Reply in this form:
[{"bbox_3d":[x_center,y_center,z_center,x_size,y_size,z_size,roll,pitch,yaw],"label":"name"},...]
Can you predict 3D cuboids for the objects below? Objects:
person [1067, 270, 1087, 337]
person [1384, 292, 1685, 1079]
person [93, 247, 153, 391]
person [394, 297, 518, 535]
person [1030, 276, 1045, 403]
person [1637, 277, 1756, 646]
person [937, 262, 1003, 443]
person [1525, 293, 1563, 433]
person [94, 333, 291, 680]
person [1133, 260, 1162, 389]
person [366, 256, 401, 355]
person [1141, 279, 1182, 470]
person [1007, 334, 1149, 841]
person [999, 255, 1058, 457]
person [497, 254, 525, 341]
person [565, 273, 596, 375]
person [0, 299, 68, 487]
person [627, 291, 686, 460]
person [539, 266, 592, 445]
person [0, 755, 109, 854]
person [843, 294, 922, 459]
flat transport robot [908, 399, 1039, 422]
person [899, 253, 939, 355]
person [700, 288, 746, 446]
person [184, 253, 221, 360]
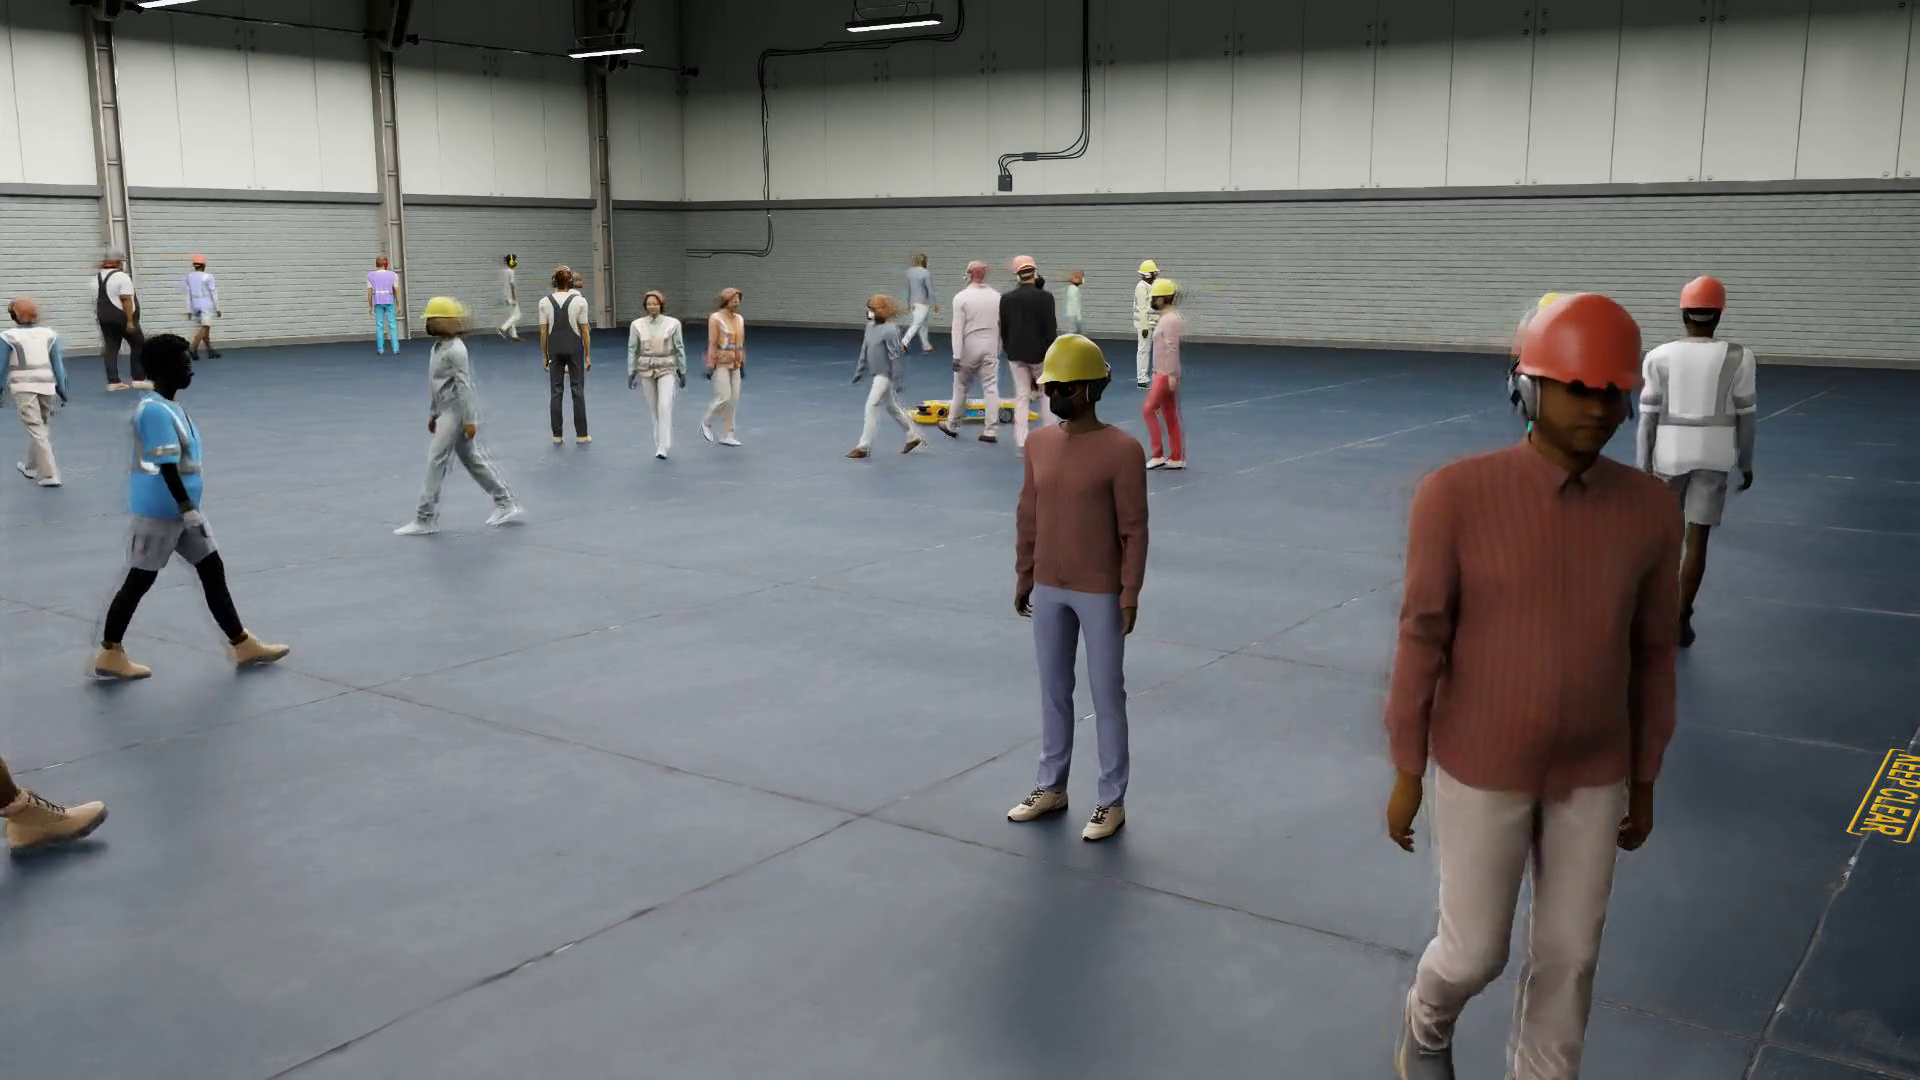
[{"bbox_3d":[2.040,-3.853,28.762,0.563,1.611,0.524,1,10,4],"label":"person"},{"bbox_3d":[1.217,0.459,3.592,0.634,1.978,0.555,-1,10,-5],"label":"person"},{"bbox_3d":[-11.850,-3.143,23.595,0.712,2.000,0.703,5,11,24],"label":"person"},{"bbox_3d":[-3.655,-0.909,12.040,0.918,1.700,0.491,-6,12,-31],"label":"person"},{"bbox_3d":[0.985,-2.642,21.883,0.546,1.651,0.883,6,12,29],"label":"person"},{"bbox_3d":[3.918,-0.434,8.841,0.550,1.895,0.949,7,12,33],"label":"person"},{"bbox_3d":[0.118,-1.983,17.567,0.674,1.864,0.931,-6,12,-28],"label":"person"},{"bbox_3d":[4.366,-0.936,12.096,0.543,1.730,0.825,10,14,43],"label":"person"},{"bbox_3d":[-3.759,-0.153,7.936,0.869,1.653,0.535,-2,10,-12],"label":"person"},{"bbox_3d":[2.687,-3.080,23.810,0.403,1.837,0.591,2,10,13],"label":"person"},{"bbox_3d":[-10.720,-4.356,30.951,0.564,1.840,0.397,-2,10,-12],"label":"person"},{"bbox_3d":[1.802,-1.502,15.191,0.566,1.745,0.560,0,10,2],"label":"person"},{"bbox_3d":[0.401,0.167,5.822,0.533,1.767,0.322,8,13,39],"label":"person"},{"bbox_3d":[0.675,-1.794,16.275,0.652,1.954,0.644,5,11,24],"label":"person"},{"bbox_3d":[-9.540,-5.127,35.246,0.504,1.855,0.511,-6,12,-32],"label":"person"},{"bbox_3d":[-6.010,-3.421,26.372,0.676,1.613,0.505,-6,12,-29],"label":"person"},{"bbox_3d":[-8.029,-1.266,14.293,0.835,1.592,0.544,6,12,31],"label":"person"},{"bbox_3d":[-2.929,-1.564,15.929,0.542,1.603,0.791,1,10,4],"label":"person"},{"bbox_3d":[-4.067,-1.900,17.178,0.506,1.846,0.345,0,10,-3],"label":"person"},{"bbox_3d":[-3.502,0.128,5.420,1.075,1.991,0.622,-7,12,-34],"label":"person"},{"bbox_3d":[-0.727,-1.595,16.180,0.868,1.590,0.503,-5,11,-27],"label":"person"},{"bbox_3d":[0.152,-1.522,19.471,1.431,0.197,0.652,-2,10,-13],"label":"flat transport robot"},{"bbox_3d":[-0.801,-4.393,31.008,0.933,1.908,0.631,-7,12,-33],"label":"person"},{"bbox_3d":[-2.404,-1.772,17.063,0.396,1.620,0.532,6,12,32],"label":"person"},{"bbox_3d":[-13.563,-4.154,29.653,0.542,1.911,0.920,2,10,13],"label":"person"}]
